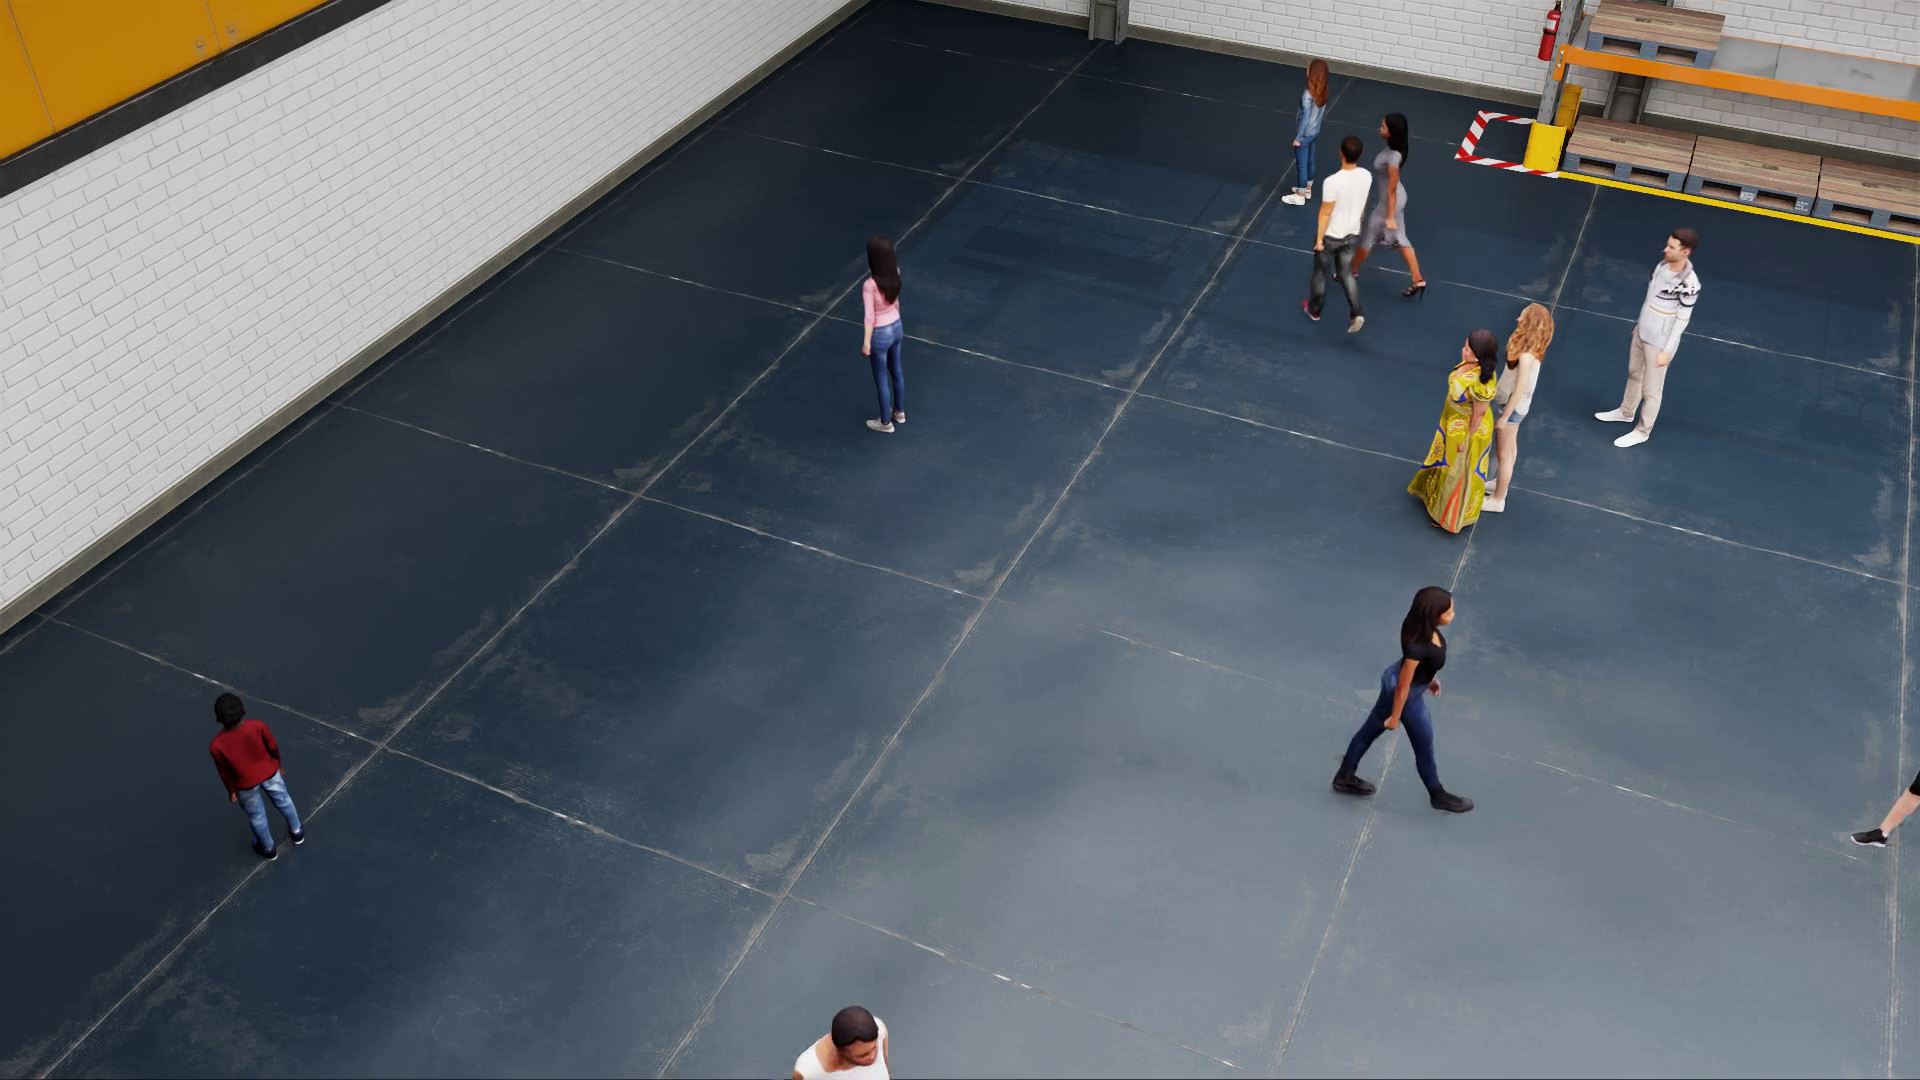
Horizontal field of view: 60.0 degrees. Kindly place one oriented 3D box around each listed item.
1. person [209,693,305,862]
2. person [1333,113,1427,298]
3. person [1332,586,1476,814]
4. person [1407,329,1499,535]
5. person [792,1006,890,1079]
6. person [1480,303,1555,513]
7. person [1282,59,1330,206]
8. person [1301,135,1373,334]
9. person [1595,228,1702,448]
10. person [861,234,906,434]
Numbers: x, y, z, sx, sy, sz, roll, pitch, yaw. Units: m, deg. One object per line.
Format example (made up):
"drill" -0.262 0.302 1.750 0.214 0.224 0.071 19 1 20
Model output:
"person" -4.167 1.383 9.817 0.571 1.255 0.584 -29 47 -31
"person" 3.913 -2.914 14.818 1.069 1.729 0.649 15 41 18
"person" 2.577 0.944 10.011 1.132 1.699 0.737 7 39 9
"person" 3.728 -0.837 12.274 0.946 1.660 0.970 1 39 2
"person" -0.618 2.670 7.900 0.903 1.636 1.180 -31 48 -33
"person" 4.129 -0.982 12.376 0.496 1.759 0.564 16 41 19
"person" 3.439 -4.033 16.422 0.548 1.476 0.608 23 44 27
"person" 3.338 -2.607 14.390 1.039 1.785 1.111 -14 41 -17
"person" 5.494 -1.620 13.092 0.767 1.862 0.767 -4 39 -5
"person" -0.602 -1.640 13.213 0.583 1.742 0.620 27 46 30
